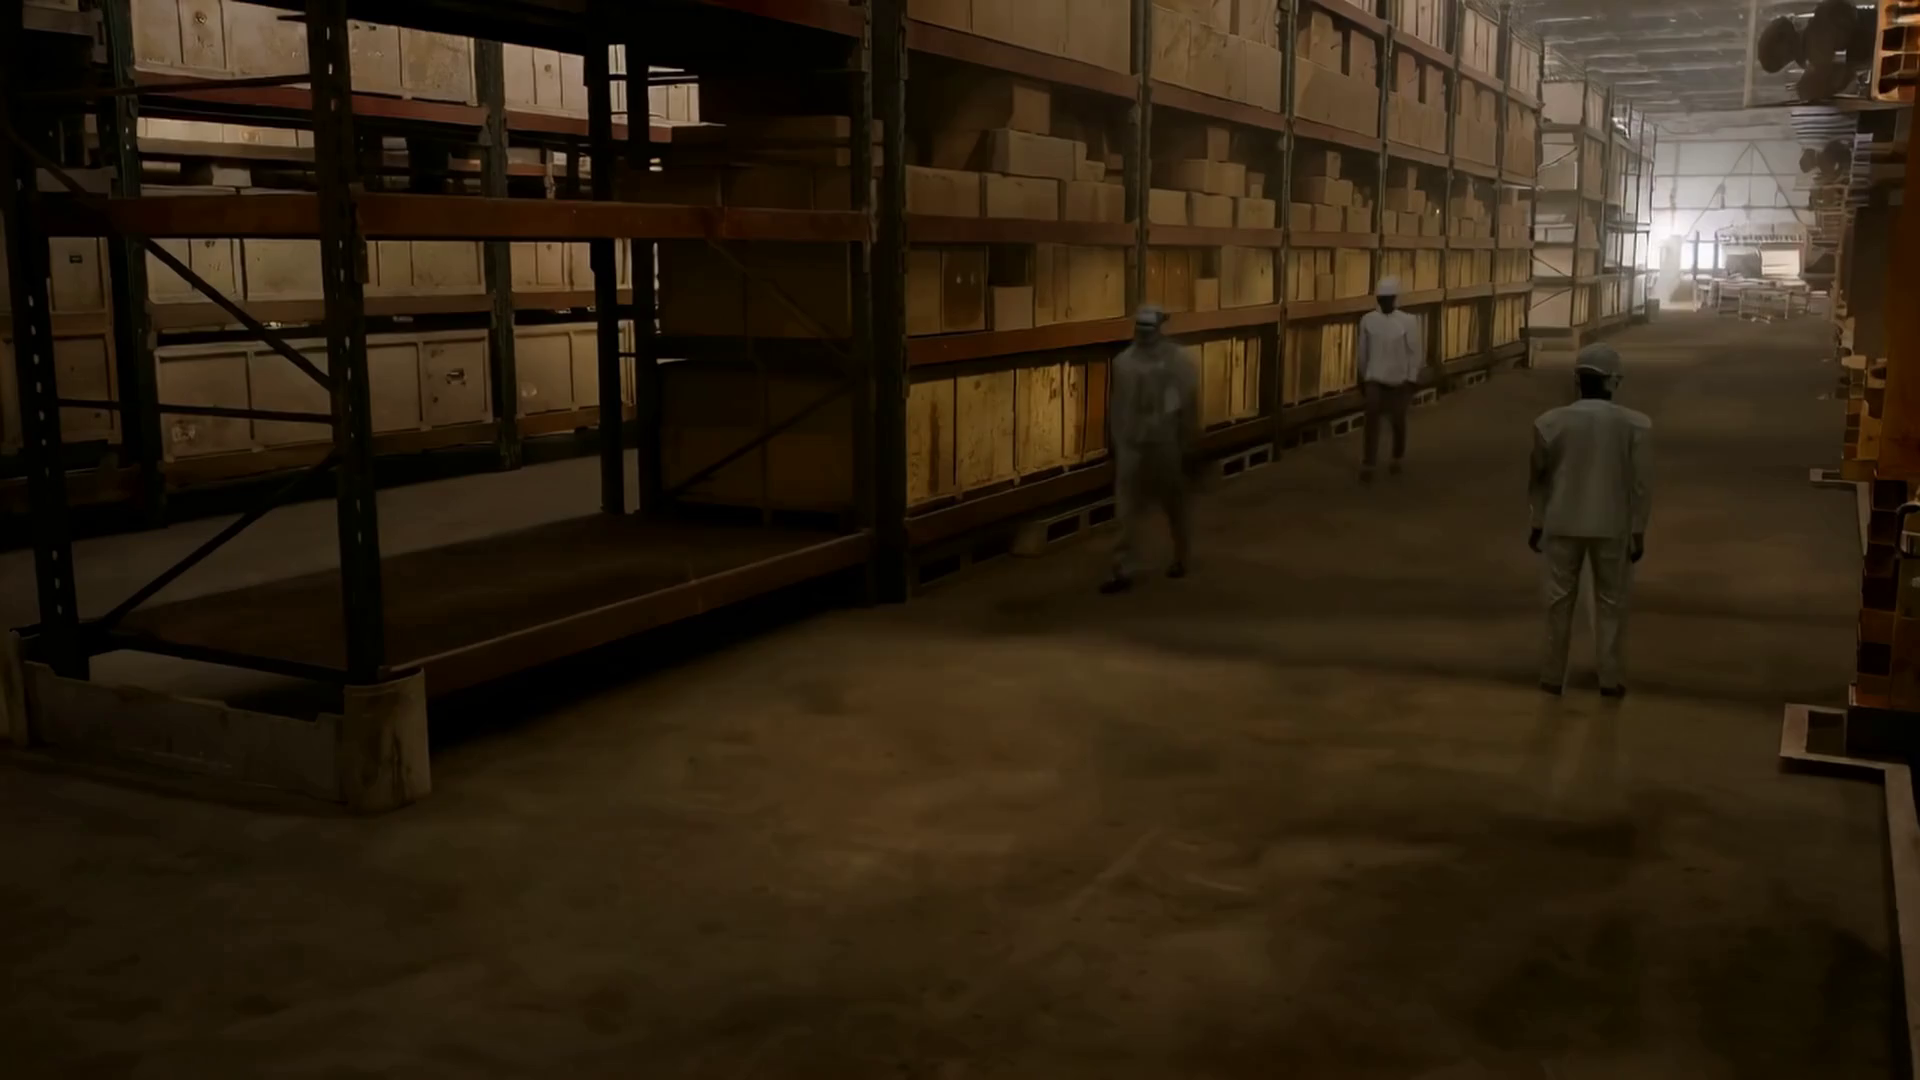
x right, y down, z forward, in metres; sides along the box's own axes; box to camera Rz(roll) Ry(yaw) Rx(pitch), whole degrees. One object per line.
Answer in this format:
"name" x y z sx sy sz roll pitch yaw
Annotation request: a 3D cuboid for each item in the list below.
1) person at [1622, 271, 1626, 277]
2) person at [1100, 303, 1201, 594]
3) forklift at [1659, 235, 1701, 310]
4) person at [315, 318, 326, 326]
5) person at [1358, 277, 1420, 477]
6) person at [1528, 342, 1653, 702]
"person" 27.198 -10.634 68.686 0.702 1.916 0.662 5 11 25
"person" 1.259 -0.614 10.870 0.661 1.862 0.985 6 11 31
"forklift" 26.918 -10.091 62.766 1.873 2.768 1.129 1 10 7
"person" -7.334 -2.050 19.609 0.486 1.710 0.831 4 11 22
"person" 4.239 -1.624 16.459 0.626 1.951 1.003 5 11 29
"person" 3.069 -0.089 8.125 0.565 1.748 0.339 4 11 23
